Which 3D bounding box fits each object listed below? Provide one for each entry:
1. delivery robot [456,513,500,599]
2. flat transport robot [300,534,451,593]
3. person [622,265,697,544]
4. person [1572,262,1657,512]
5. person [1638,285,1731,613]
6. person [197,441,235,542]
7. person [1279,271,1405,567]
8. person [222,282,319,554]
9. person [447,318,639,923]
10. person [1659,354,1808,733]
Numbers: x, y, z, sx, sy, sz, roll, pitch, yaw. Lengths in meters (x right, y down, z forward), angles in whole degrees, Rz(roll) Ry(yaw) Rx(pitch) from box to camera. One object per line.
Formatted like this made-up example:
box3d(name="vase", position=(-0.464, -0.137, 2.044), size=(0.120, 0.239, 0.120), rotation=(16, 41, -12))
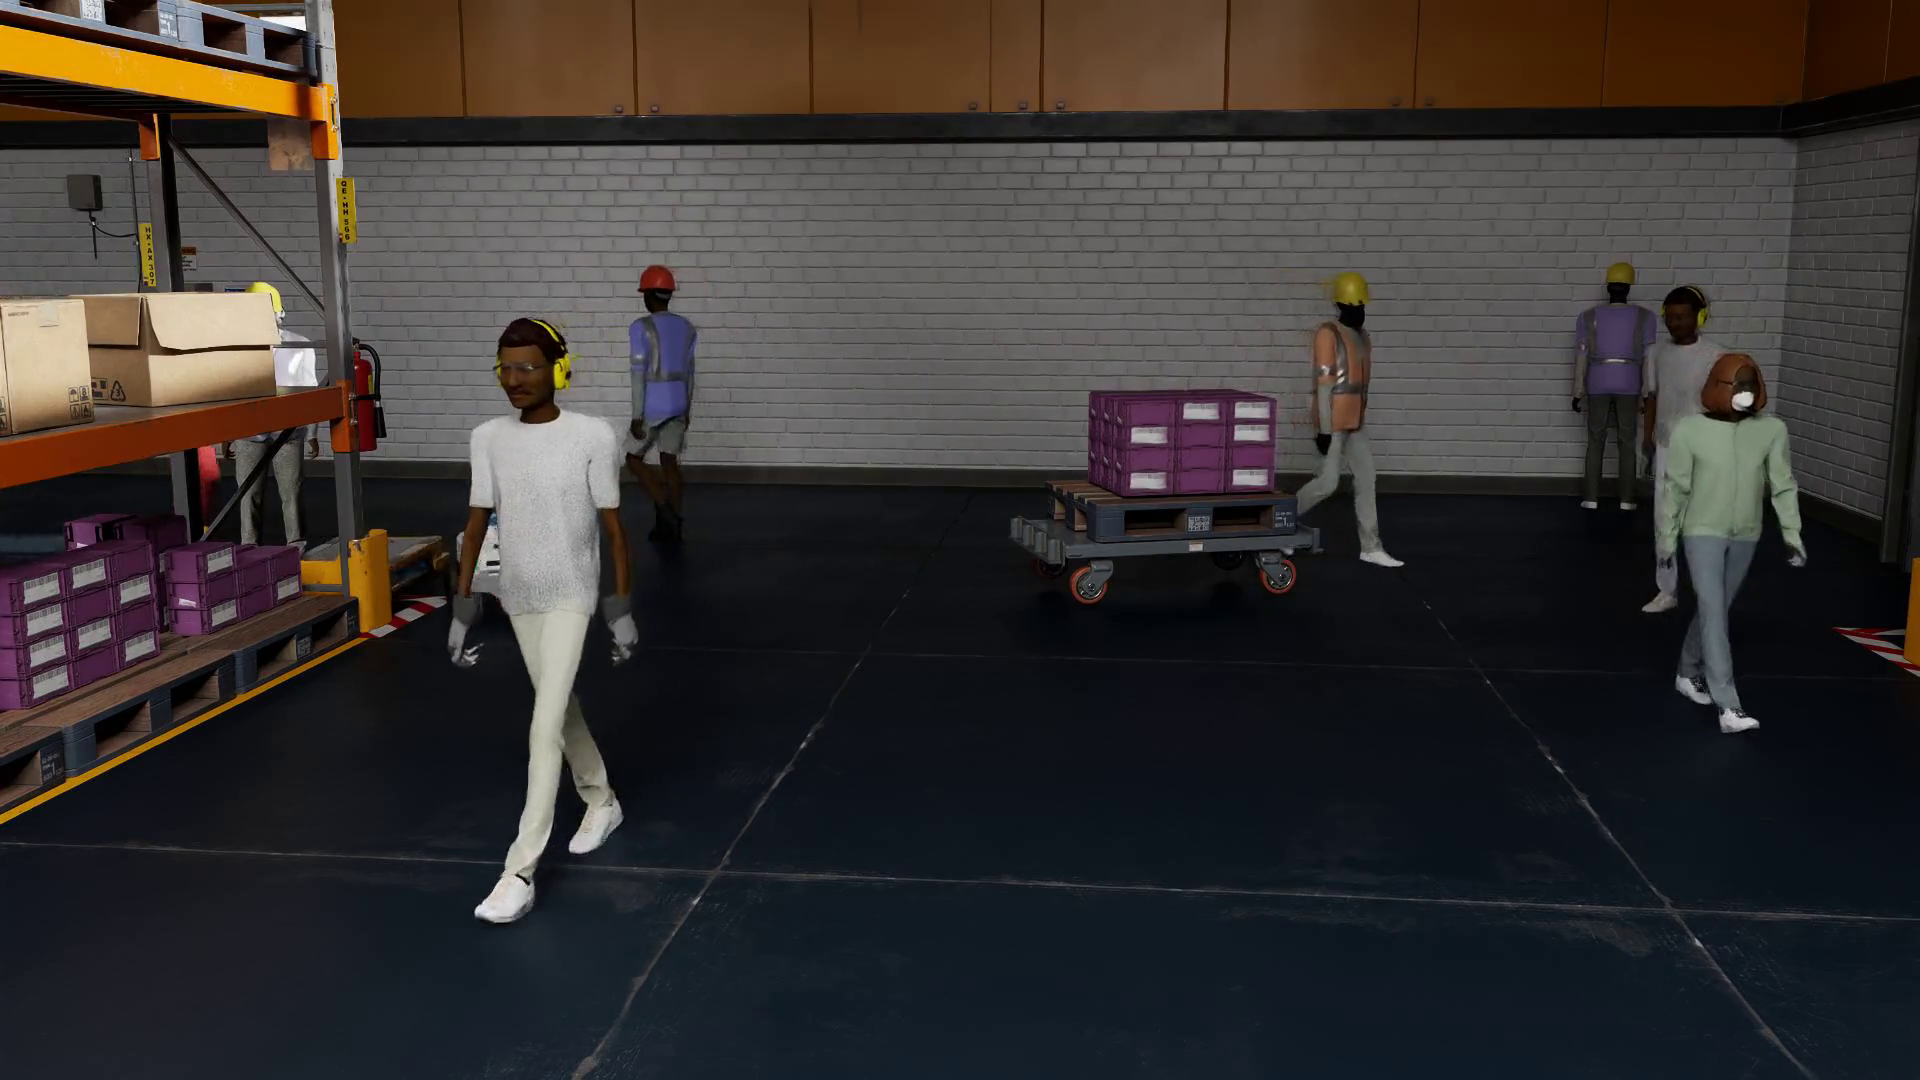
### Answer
box3d(name="delivery robot", position=(-2.588, 0.095, 9.250), size=(0.477, 0.478, 0.707), rotation=(-4, 11, -23))
box3d(name="flat transport robot", position=(-3.579, 0.169, 9.907), size=(0.652, 0.197, 1.431), rotation=(0, 10, 1))
box3d(name="person", position=(-2.064, -0.916, 11.400), size=(0.406, 1.918, 0.557), rotation=(8, 13, 40))
box3d(name="person", position=(5.052, -1.177, 12.873), size=(0.586, 1.928, 0.380), rotation=(4, 11, 21))
box3d(name="person", position=(4.078, -0.498, 9.274), size=(0.588, 1.841, 0.522), rotation=(-7, 12, -35))
box3d(name="person", position=(-4.861, -0.718, 10.745), size=(0.476, 1.753, 0.552), rotation=(-9, 13, -42))
box3d(name="person", position=(2.419, -0.776, 10.691), size=(0.840, 1.893, 0.598), rotation=(9, 13, 42))
box3d(name="person", position=(-4.250, -0.663, 10.232), size=(0.586, 1.823, 0.403), rotation=(-4, 11, -20))
box3d(name="person", position=(-1.332, 0.208, 5.275), size=(0.546, 1.817, 0.999), rotation=(3, 10, 15))
box3d(name="person", position=(3.278, -0.001, 7.116), size=(0.514, 1.585, 0.879), rotation=(-1, 10, -4))
